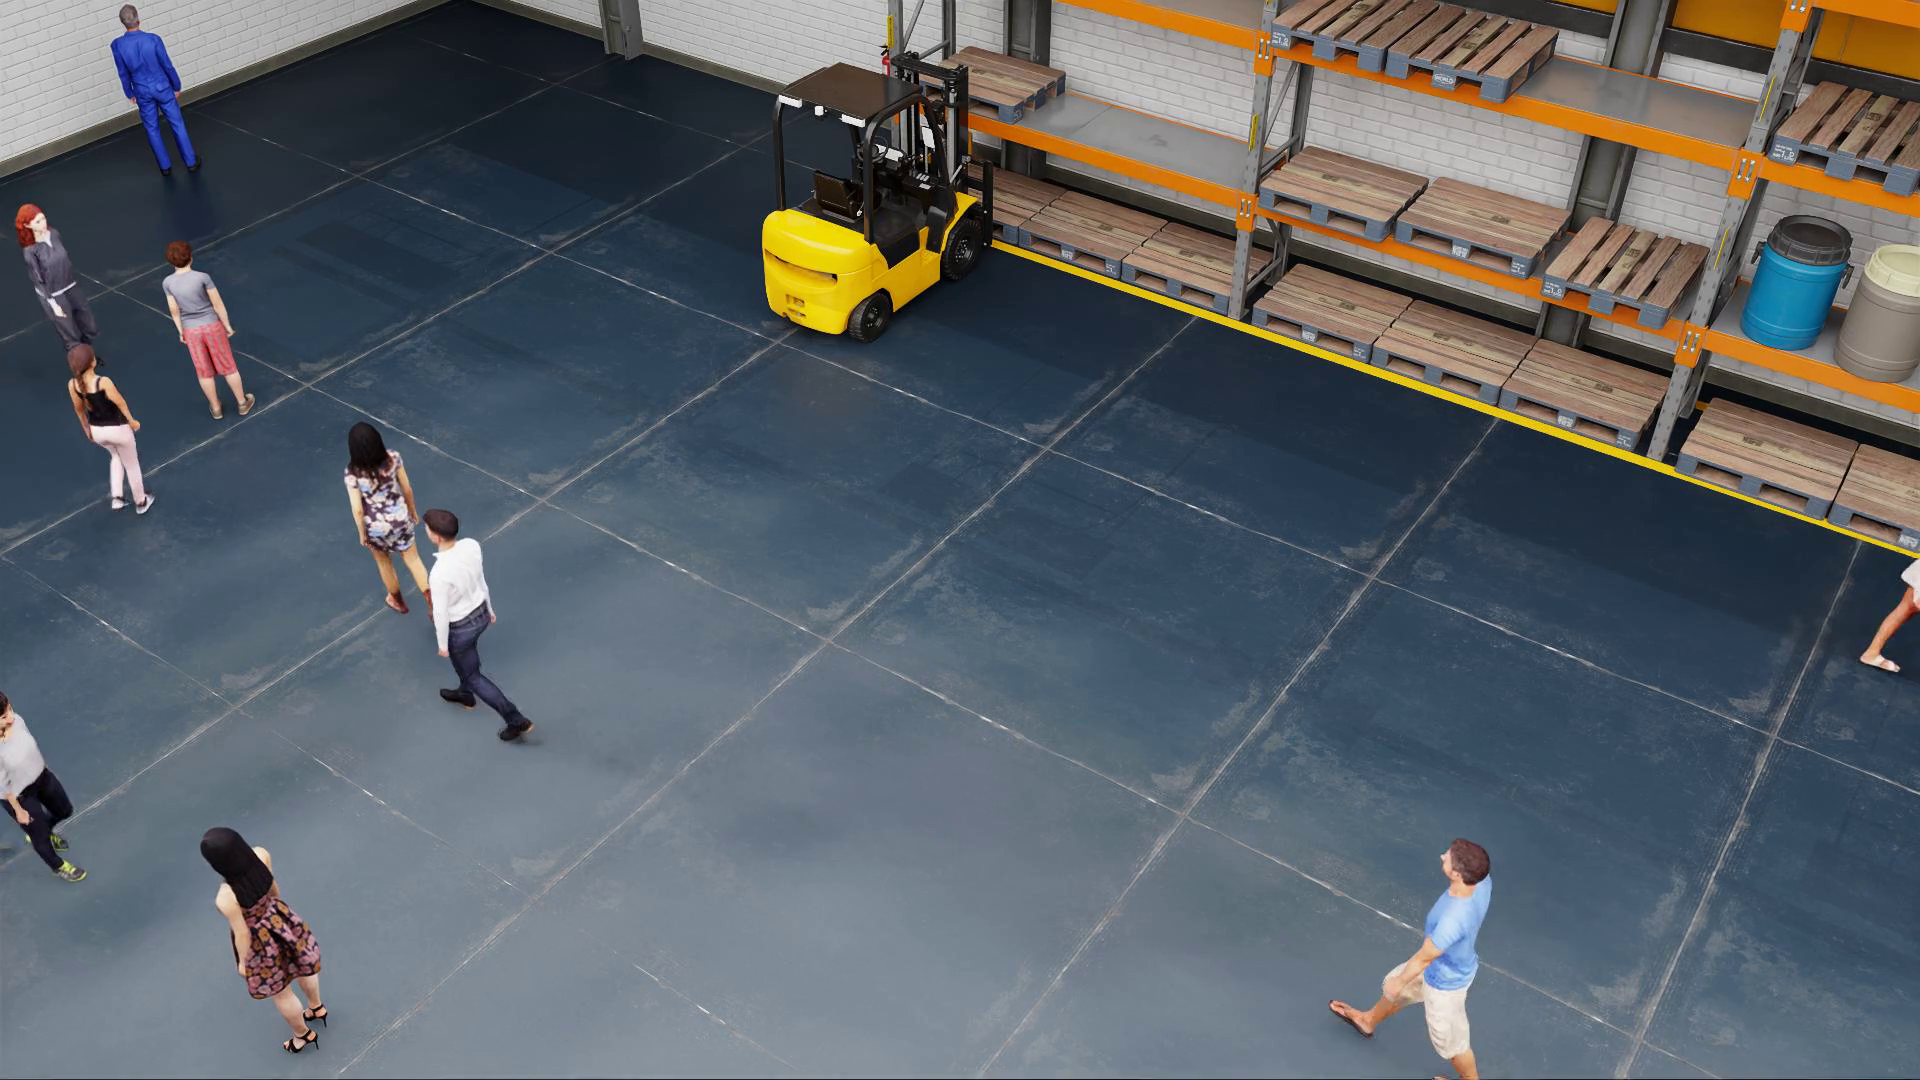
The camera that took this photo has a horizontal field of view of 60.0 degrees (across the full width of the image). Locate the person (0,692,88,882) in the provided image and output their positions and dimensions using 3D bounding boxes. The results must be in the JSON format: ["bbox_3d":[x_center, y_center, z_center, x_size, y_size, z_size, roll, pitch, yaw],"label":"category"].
[{"bbox_3d":[-5.777,1.500,10.152,0.751,1.540,0.682,6,39,7],"label":"person"}]

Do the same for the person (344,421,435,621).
[{"bbox_3d":[-4.106,-0.103,11.996,0.737,1.743,0.915,-27,46,-30],"label":"person"}]

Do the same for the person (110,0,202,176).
[{"bbox_3d":[-8.650,-4.815,17.827,0.783,1.830,0.797,-11,40,-13],"label":"person"}]

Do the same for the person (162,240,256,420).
[{"bbox_3d":[-6.451,-1.786,14.178,0.673,1.651,0.714,-10,40,-12],"label":"person"}]

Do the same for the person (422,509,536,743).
[{"bbox_3d":[-3.227,0.581,11.051,1.181,1.853,0.796,14,41,17],"label":"person"}]

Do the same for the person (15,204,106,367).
[{"bbox_3d":[-7.926,-2.143,14.532,0.685,1.767,0.650,11,40,13],"label":"person"}]

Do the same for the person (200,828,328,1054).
[{"bbox_3d":[-3.796,2.186,9.105,0.802,1.775,0.773,8,39,9],"label":"person"}]

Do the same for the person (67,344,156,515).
[{"bbox_3d":[-6.684,-0.822,13.051,0.667,1.552,0.714,3,39,3],"label":"person"}]

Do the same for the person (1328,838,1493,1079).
[{"bbox_3d":[2.660,2.355,8.861,1.209,1.815,0.692,21,43,25],"label":"person"}]
